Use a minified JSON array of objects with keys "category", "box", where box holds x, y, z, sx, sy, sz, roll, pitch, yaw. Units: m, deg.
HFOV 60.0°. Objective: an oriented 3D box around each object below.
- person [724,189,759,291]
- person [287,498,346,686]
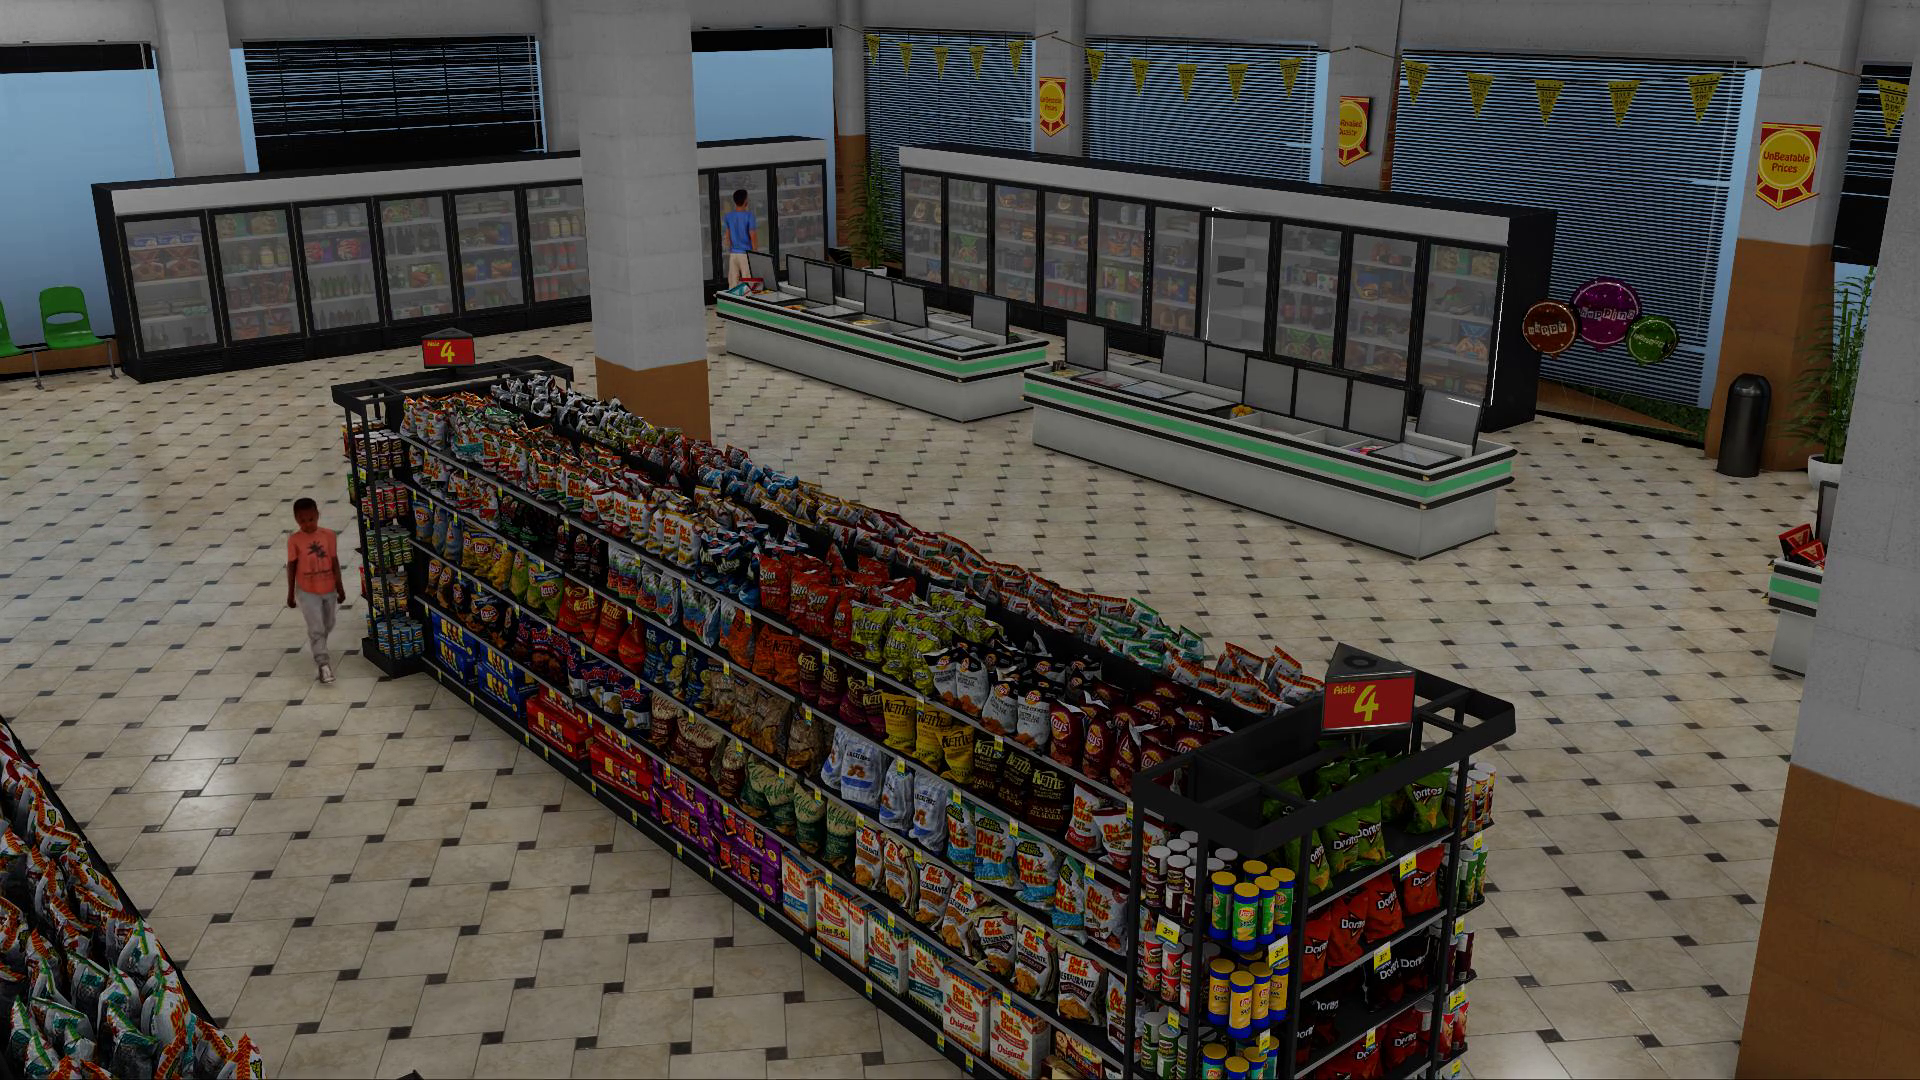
[{"category":"person","box":[-3.059,-3.986,23.384,0.668,1.864,0.789,7,20,20]},{"category":"person","box":[-4.475,0.309,11.540,0.597,1.294,0.923,-12,22,-31]}]
